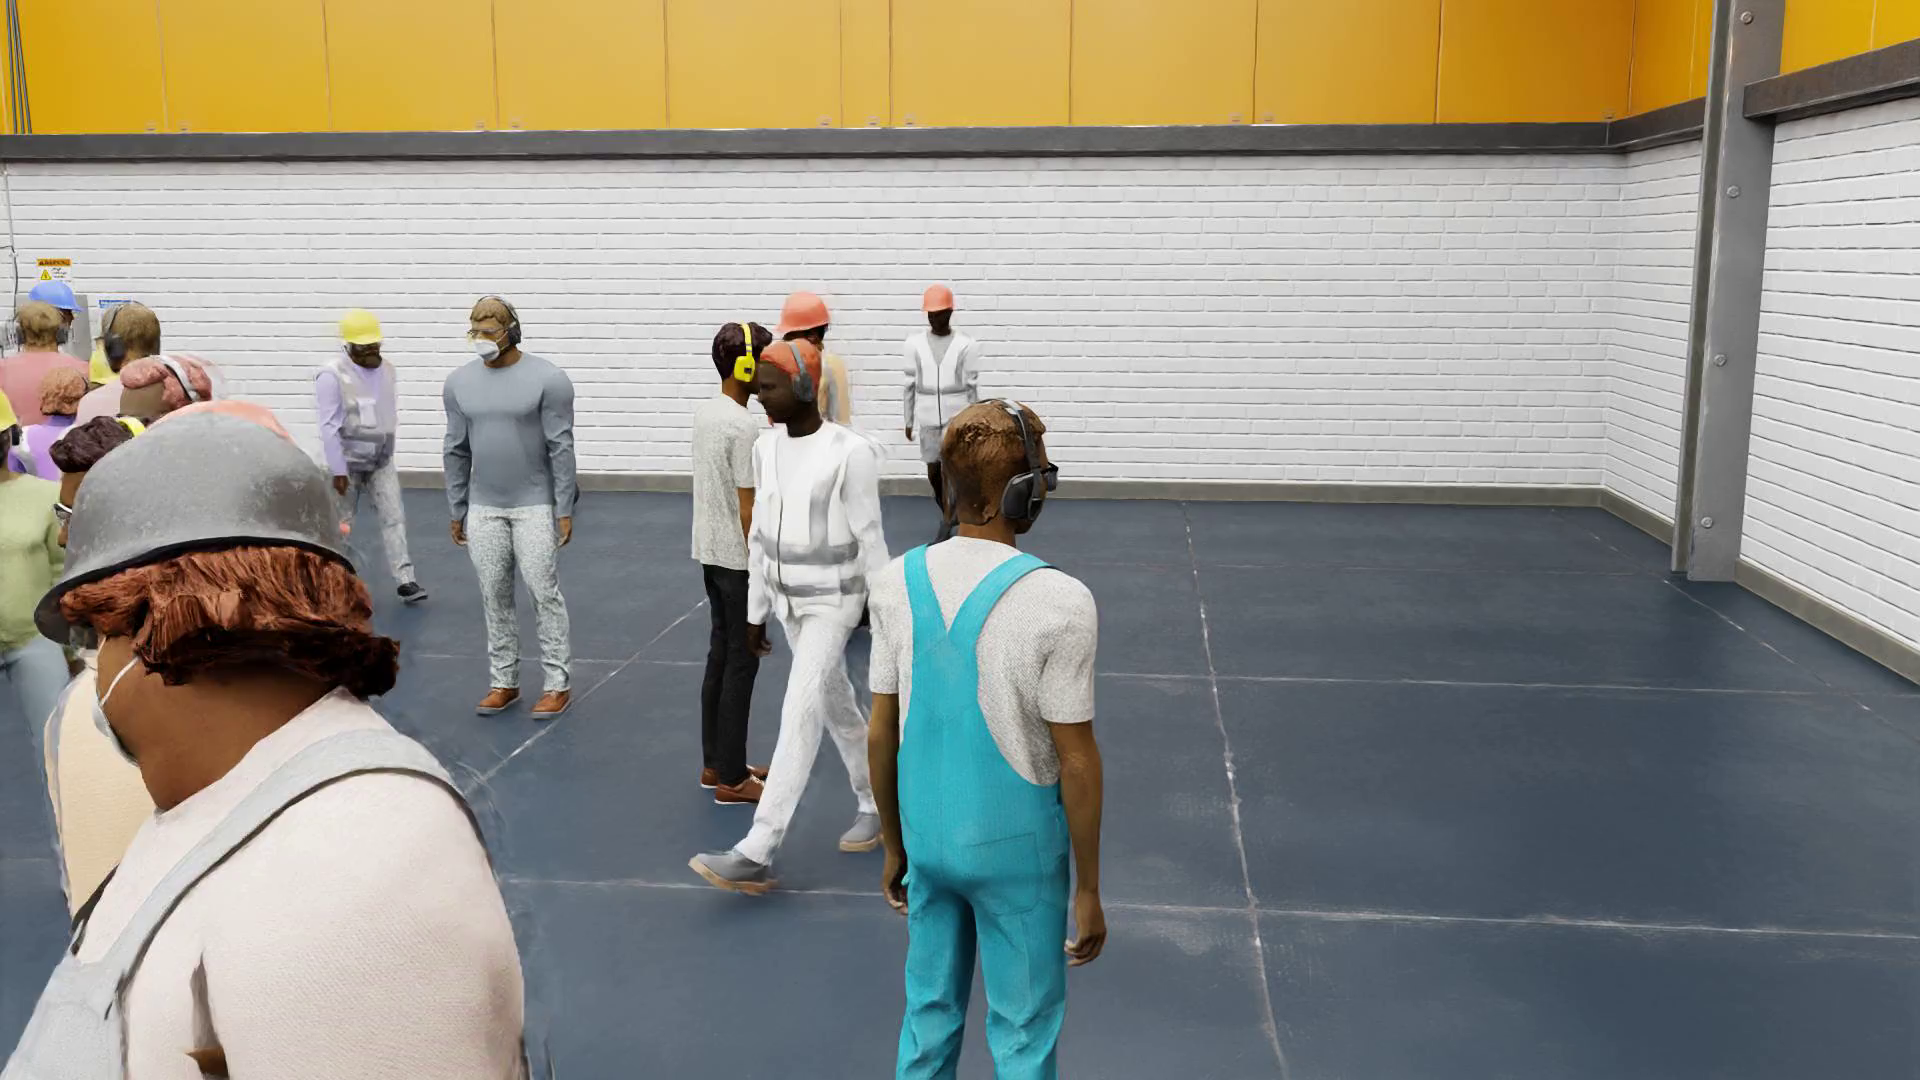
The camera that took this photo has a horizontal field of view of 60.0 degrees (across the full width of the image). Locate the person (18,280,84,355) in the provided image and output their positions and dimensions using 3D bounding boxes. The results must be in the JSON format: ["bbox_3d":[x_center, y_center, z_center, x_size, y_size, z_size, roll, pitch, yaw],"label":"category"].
[{"bbox_3d":[-5.485,-0.599,10.113,0.408,1.942,0.616,-6,12,-30],"label":"person"}]

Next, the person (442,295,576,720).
[{"bbox_3d":[-2.049,-0.145,7.584,0.636,1.928,0.380,2,10,11],"label":"person"}]

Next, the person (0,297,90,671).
[{"bbox_3d":[-4.415,-0.215,8.053,0.639,1.908,0.936,-3,10,-15],"label":"person"}]

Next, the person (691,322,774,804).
[{"bbox_3d":[-0.852,0.095,6.408,0.343,1.857,0.521,-5,11,-27],"label":"person"}]

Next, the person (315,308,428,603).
[{"bbox_3d":[-3.539,-0.481,9.897,0.872,1.779,0.616,6,11,30],"label":"person"}]

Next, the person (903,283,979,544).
[{"bbox_3d":[-0.124,-0.921,12.113,0.556,1.904,0.885,2,10,9],"label":"person"}]

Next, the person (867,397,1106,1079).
[{"bbox_3d":[0.054,0.640,3.304,0.509,1.844,0.329,6,12,33],"label":"person"}]

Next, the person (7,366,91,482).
[{"bbox_3d":[-3.856,0.058,7.253,0.527,1.631,0.321,-4,11,-20],"label":"person"}]

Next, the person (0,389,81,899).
[{"bbox_3d":[-3.151,0.332,5.444,0.521,1.738,0.856,-9,13,-42],"label":"person"}]

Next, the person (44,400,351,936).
[{"bbox_3d":[-0.972,0.780,2.291,0.552,1.933,0.403,7,12,36],"label":"person"}]

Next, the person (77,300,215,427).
[{"bbox_3d":[-3.128,0.040,6.486,0.357,1.937,0.641,3,10,18],"label":"person"}]

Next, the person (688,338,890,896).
[{"bbox_3d":[-0.545,0.241,5.631,0.591,1.826,0.995,10,14,44],"label":"person"}]

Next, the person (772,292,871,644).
[{"bbox_3d":[-0.712,-0.359,8.868,0.519,1.911,0.618,1,10,7],"label":"person"}]
